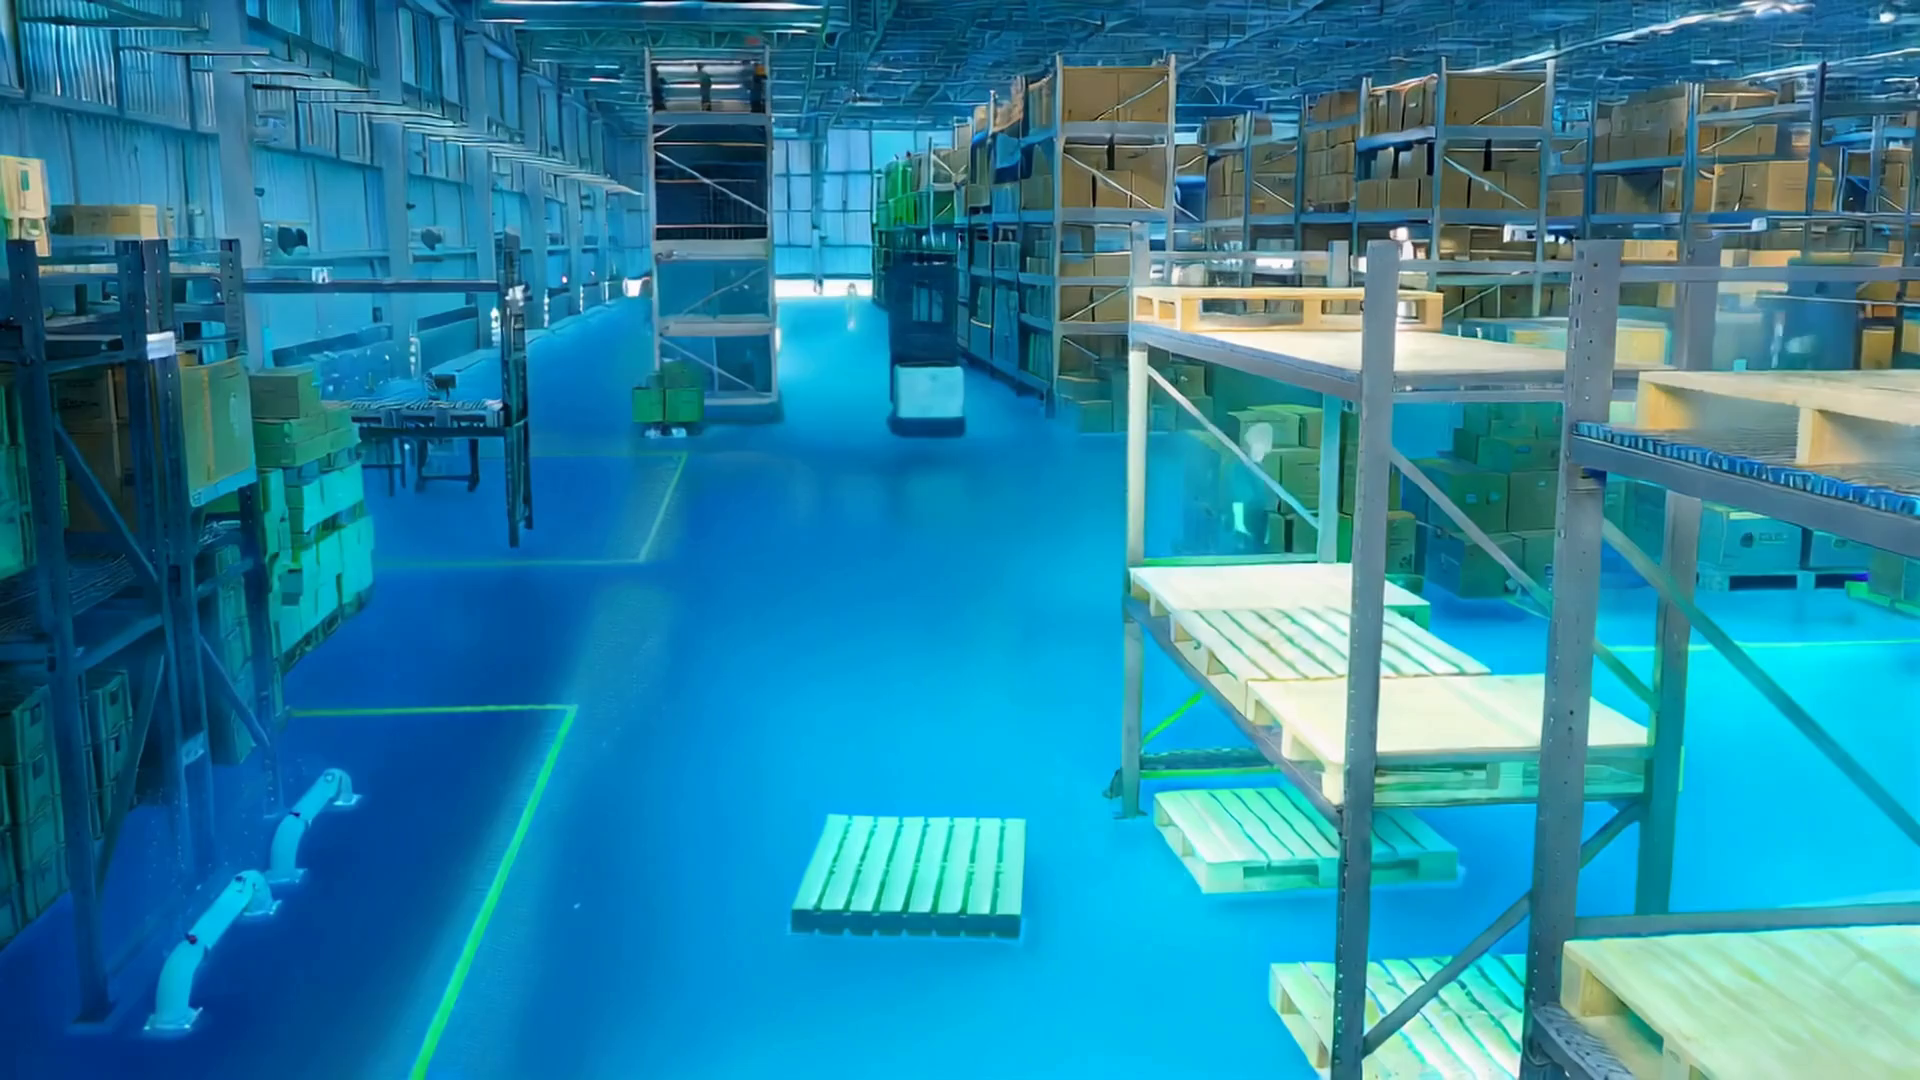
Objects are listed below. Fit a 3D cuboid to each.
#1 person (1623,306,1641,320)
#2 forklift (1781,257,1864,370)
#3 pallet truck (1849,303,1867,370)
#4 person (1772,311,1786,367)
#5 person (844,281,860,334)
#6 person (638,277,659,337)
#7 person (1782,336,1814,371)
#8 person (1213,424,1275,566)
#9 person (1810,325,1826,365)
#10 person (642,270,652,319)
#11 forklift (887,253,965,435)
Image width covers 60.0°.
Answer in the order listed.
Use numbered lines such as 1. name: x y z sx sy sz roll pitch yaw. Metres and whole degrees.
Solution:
1. person: 12.562 -3.433 30.932 0.730 1.825 0.651 -8 13 -37
2. forklift: 10.001 -1.896 19.437 1.873 2.768 1.129 -1 10 -6
3. pallet truck: 15.846 -3.142 28.793 1.885 1.965 0.823 2 10 12
4. person: 14.388 -3.114 28.886 0.560 1.906 0.751 -7 12 -32
5. person: -3.471 -7.522 53.834 0.501 1.700 0.875 -4 11 -20
6. person: -9.812 -7.352 52.484 0.640 1.868 0.958 -4 11 -23
7. person: 9.702 -1.402 19.341 0.427 1.925 0.568 -4 11 -21
8. person: 2.173 -0.091 12.871 0.532 1.647 0.900 -10 14 -44
9. person: 13.626 -2.593 26.651 0.674 1.673 0.552 -2 10 -13
10. person: -12.082 -9.523 64.449 0.402 1.895 0.653 8 13 38
11. forklift: -0.541 -3.118 26.210 1.129 2.768 1.873 -1 10 -6
